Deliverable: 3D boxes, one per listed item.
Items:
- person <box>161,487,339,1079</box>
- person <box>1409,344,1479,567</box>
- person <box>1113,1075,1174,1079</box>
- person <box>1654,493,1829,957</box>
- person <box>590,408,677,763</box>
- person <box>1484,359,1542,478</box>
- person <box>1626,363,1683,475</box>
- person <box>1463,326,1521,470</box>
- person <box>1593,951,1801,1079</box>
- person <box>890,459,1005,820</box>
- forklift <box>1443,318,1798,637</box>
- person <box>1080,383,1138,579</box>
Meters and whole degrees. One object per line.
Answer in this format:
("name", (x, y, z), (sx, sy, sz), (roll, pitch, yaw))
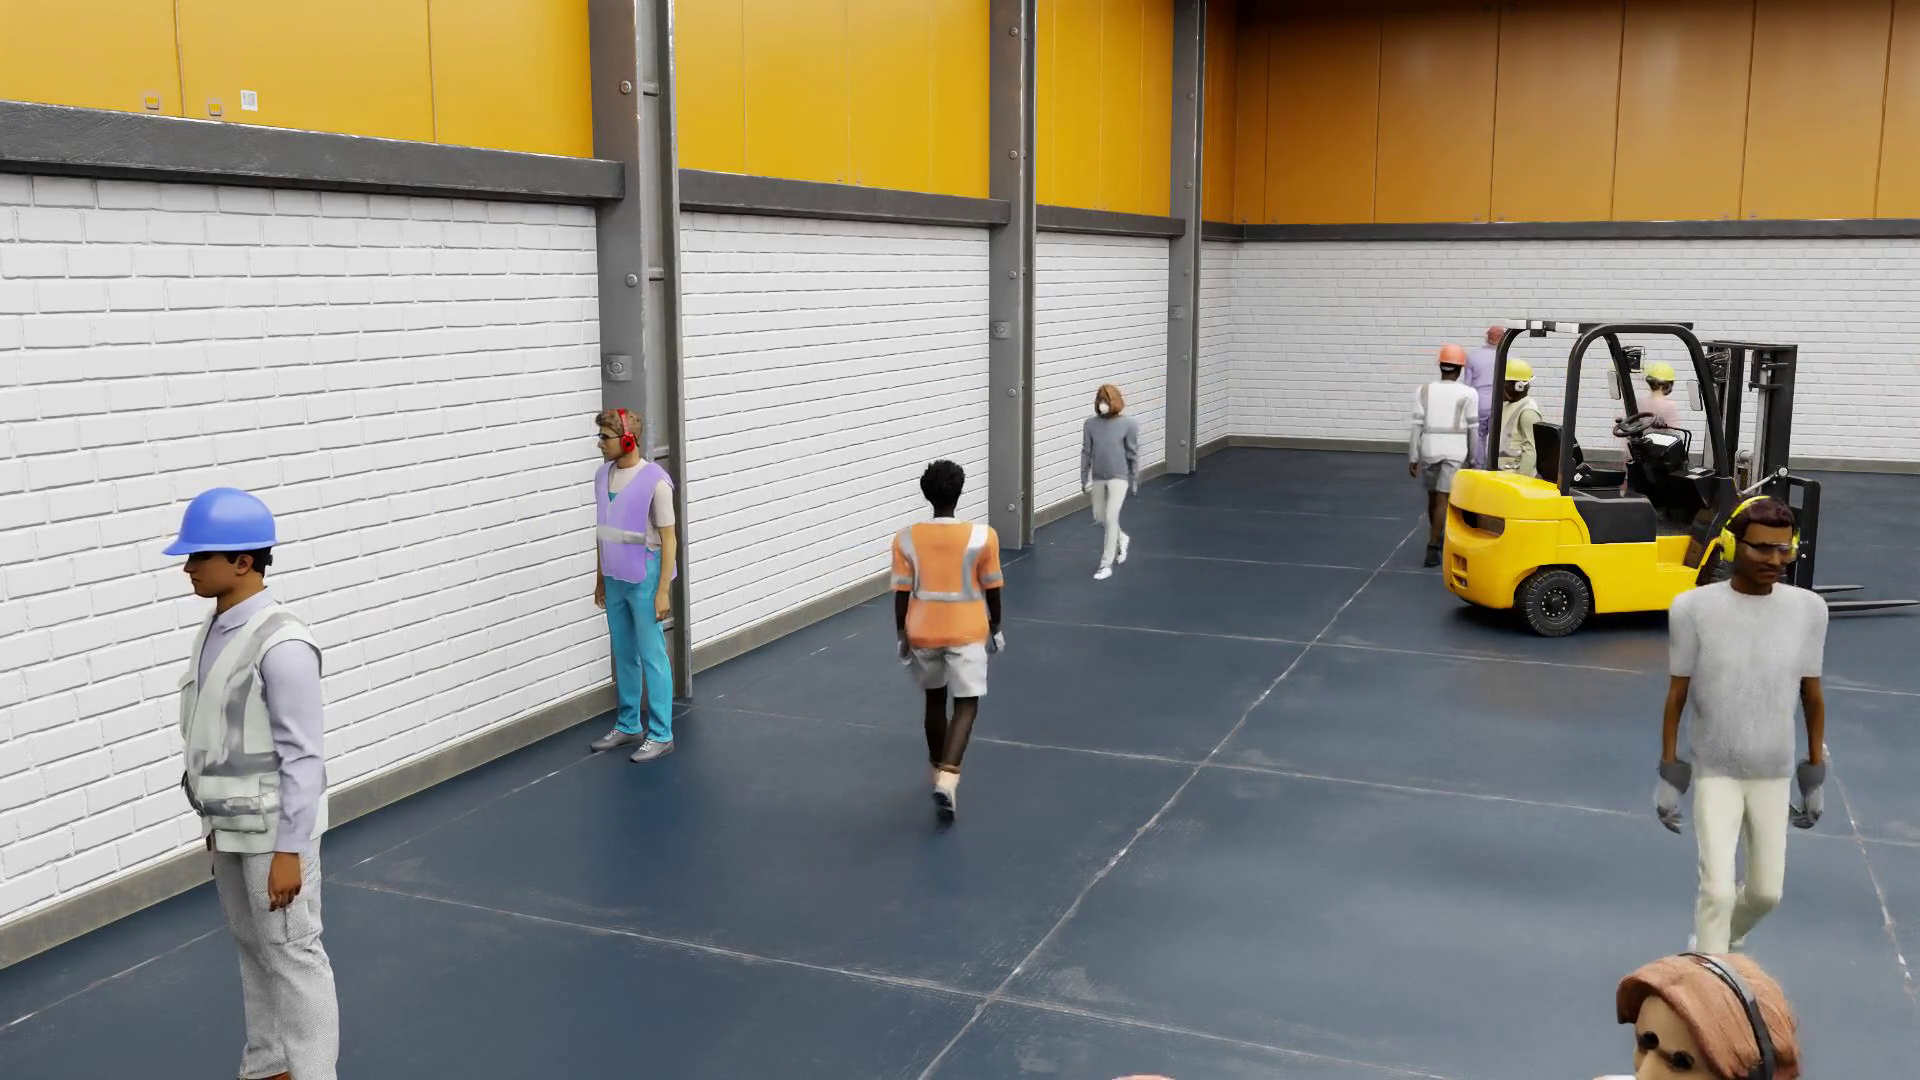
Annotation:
("person", (-2.031, 0.811, 4.800), (0.389, 1.949, 0.603), (-9, 13, -43))
("person", (4.239, -0.749, 14.453), (0.546, 1.878, 1.012), (6, 11, 34))
("person", (0.109, 1.359, 1.238), (0.514, 2.029, 0.633), (-6, 11, -34))
("person", (2.550, 0.755, 5.452), (0.531, 1.852, 0.708), (1, 9, 7))
("person", (-1.691, 0.228, 8.670), (0.571, 1.837, 0.381), (8, 12, 41))
("person", (4.386, -0.524, 13.245), (0.403, 1.833, 0.590), (0, 9, -2))
("person", (6.102, -0.696, 14.654), (0.920, 1.722, 0.527), (-2, 10, -10))
("person", (6.225, -1.557, 19.405), (0.676, 1.862, 0.933), (4, 10, 25))
("person", (1.010, 1.368, 2.381), (0.338, 1.638, 0.528), (-3, 10, -19))
("person", (-0.074, 0.450, 7.835), (0.532, 1.668, 0.785), (2, 10, 15))
("forklift", (4.706, -0.497, 11.990), (2.313, 2.155, 1.214), (-2, 10, -10))
("person", (1.271, -0.509, 13.837), (0.506, 1.610, 0.686), (6, 11, 31))
